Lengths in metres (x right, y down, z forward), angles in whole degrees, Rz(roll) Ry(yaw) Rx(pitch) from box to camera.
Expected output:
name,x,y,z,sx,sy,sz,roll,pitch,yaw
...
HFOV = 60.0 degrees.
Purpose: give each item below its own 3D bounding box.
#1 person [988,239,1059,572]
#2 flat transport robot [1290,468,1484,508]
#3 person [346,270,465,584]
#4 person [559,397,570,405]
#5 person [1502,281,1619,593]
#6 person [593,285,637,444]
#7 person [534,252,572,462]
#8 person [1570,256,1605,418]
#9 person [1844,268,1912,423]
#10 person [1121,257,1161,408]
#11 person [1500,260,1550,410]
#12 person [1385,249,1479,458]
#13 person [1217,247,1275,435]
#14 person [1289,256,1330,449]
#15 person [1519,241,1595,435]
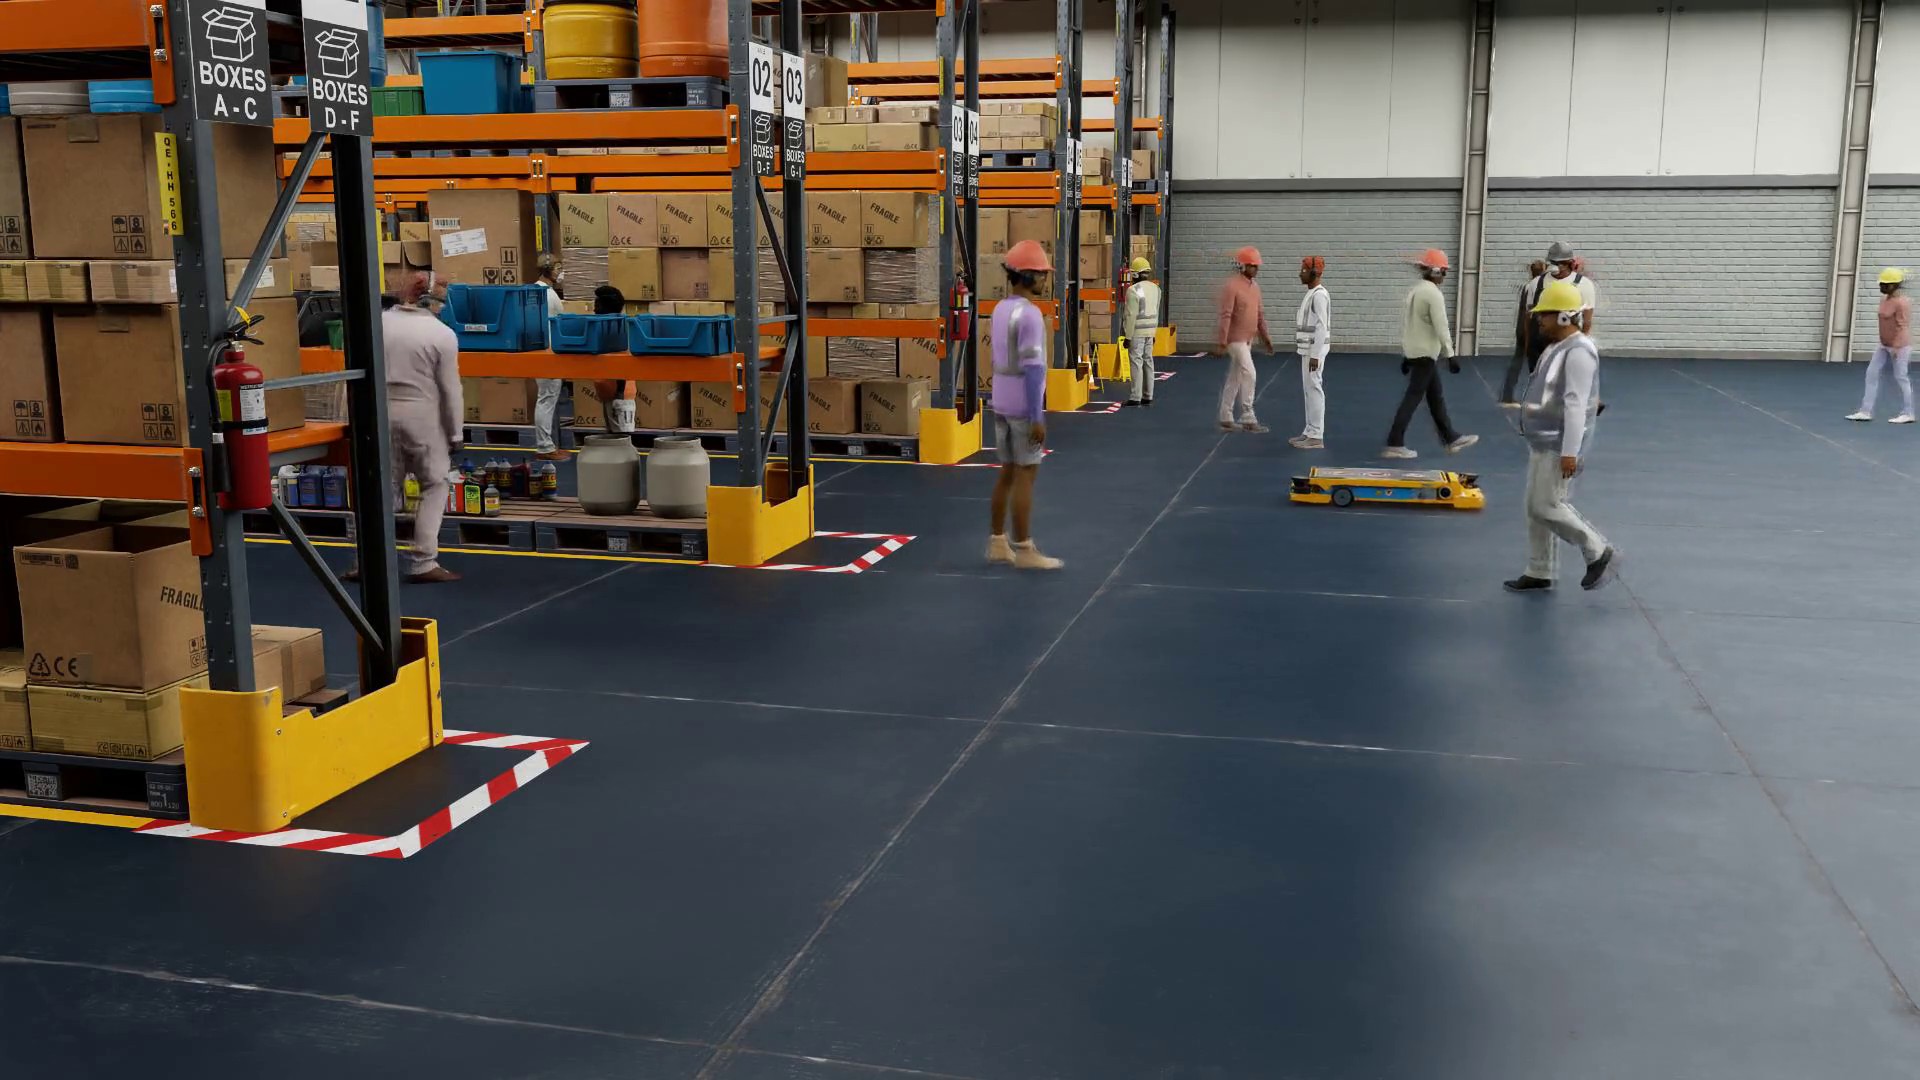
name,x,y,z,sx,sy,sz,roll,pitch,yaw
person,0.400,-0.823,10.295,0.394,2.042,0.614,-4,11,-19
flat transport robot,3.313,-0.417,12.955,1.431,0.197,0.652,2,11,13
person,-3.320,-0.664,9.917,0.804,1.867,0.416,2,10,12
person,-5.346,-2.629,20.700,0.932,1.907,0.553,2,11,13
person,3.451,-0.565,9.499,0.510,1.810,0.603,0,10,3
person,-2.654,-1.099,12.779,0.322,1.697,0.533,-4,11,-21
person,-3.807,-1.679,15.364,0.363,1.931,0.625,-4,11,-20
person,6.579,-2.096,17.807,0.542,1.881,0.646,5,11,24
person,10.318,-2.156,18.526,0.787,1.722,0.537,0,10,-1
person,2.189,-2.526,20.307,0.404,1.831,0.600,9,14,41
person,6.979,-2.449,19.976,0.974,1.796,0.516,-2,10,-11
person,4.464,-1.738,15.622,0.982,1.943,0.623,0,10,-2
person,3.068,-2.101,17.570,0.813,1.959,0.638,7,12,34
person,3.460,-1.841,16.372,0.341,1.882,0.587,1,10,4
person,6.166,-2.076,17.241,0.673,2.000,0.536,7,12,34
